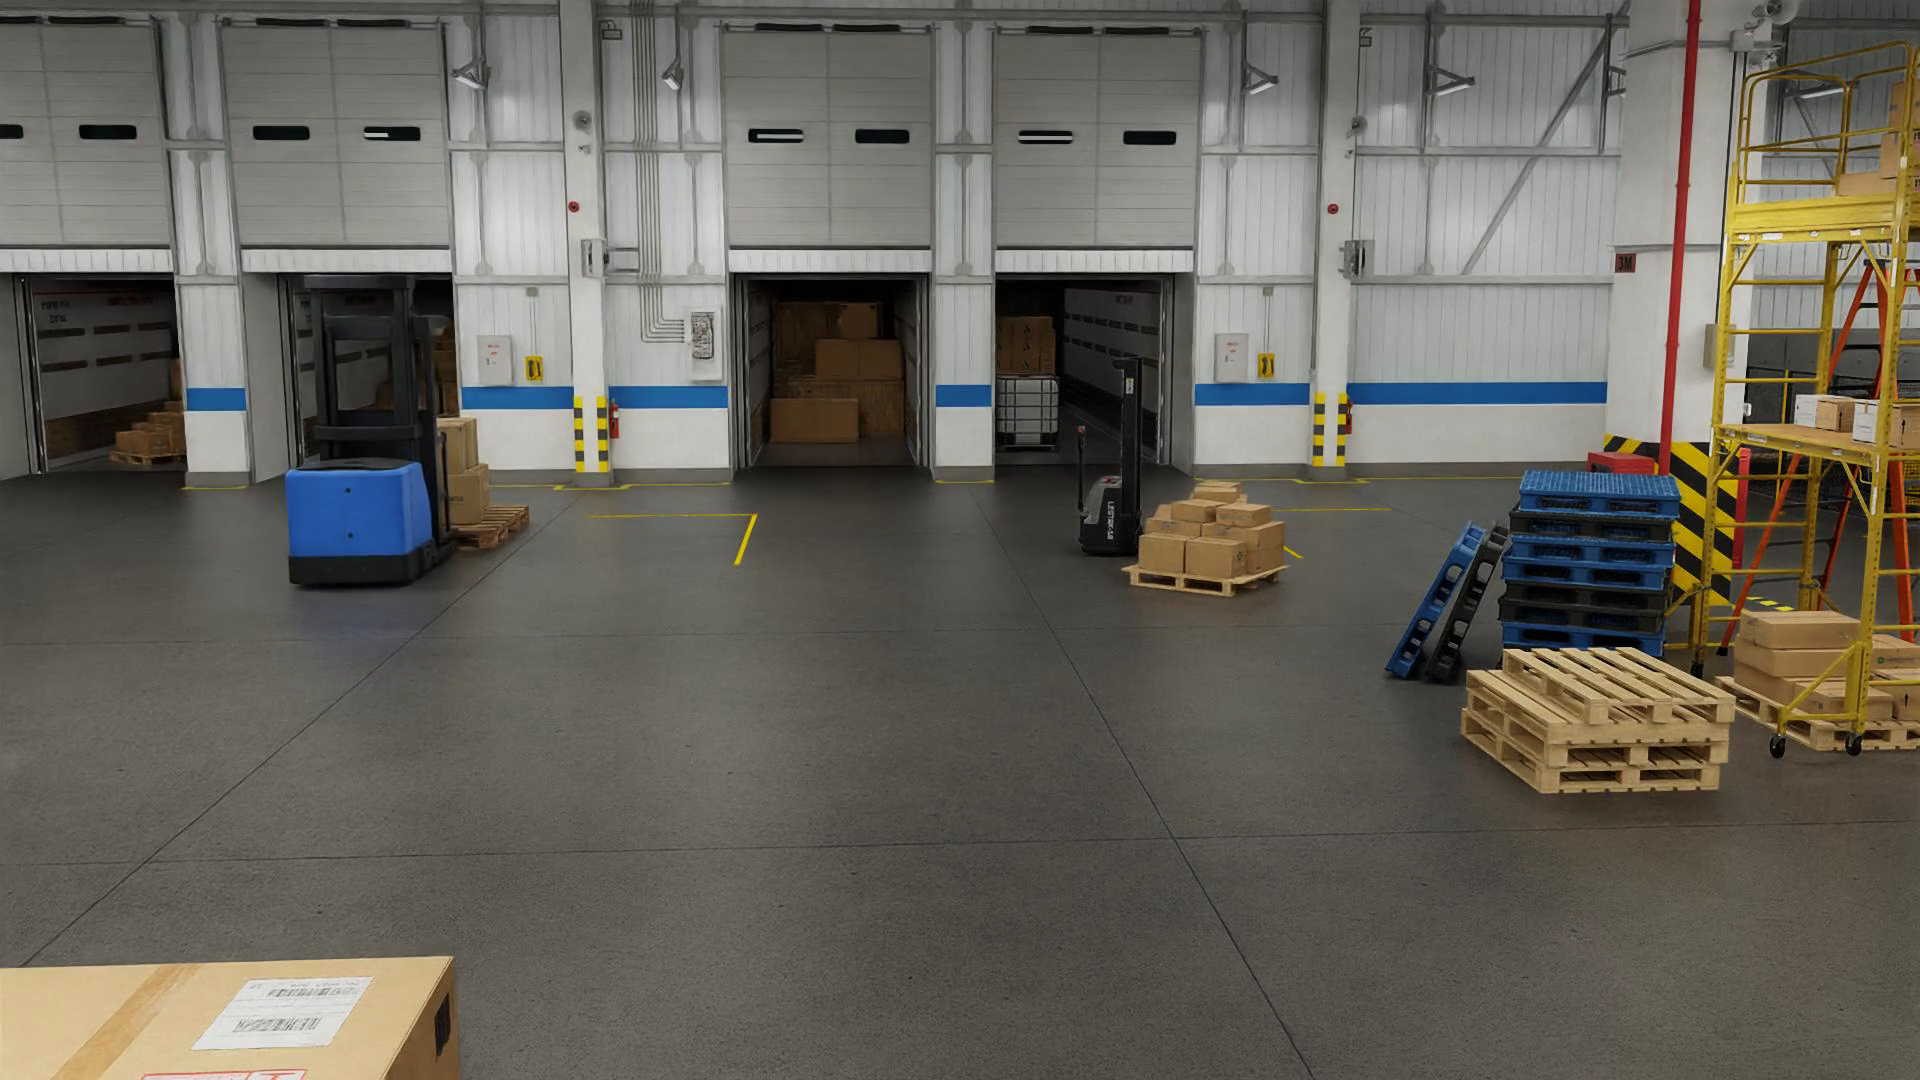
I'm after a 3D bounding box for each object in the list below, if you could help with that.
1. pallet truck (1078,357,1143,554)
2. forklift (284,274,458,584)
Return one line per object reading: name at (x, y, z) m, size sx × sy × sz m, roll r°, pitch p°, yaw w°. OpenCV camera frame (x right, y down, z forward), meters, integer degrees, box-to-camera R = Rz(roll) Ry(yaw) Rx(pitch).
pallet truck at (2.088, -0.836, 16.757) m, size 1.885 × 1.965 × 0.823 m, roll 2°, pitch 9°, yaw 13°
forklift at (-5.548, -1.087, 15.570) m, size 1.129 × 2.768 × 1.873 m, roll -1°, pitch 9°, yaw -4°
